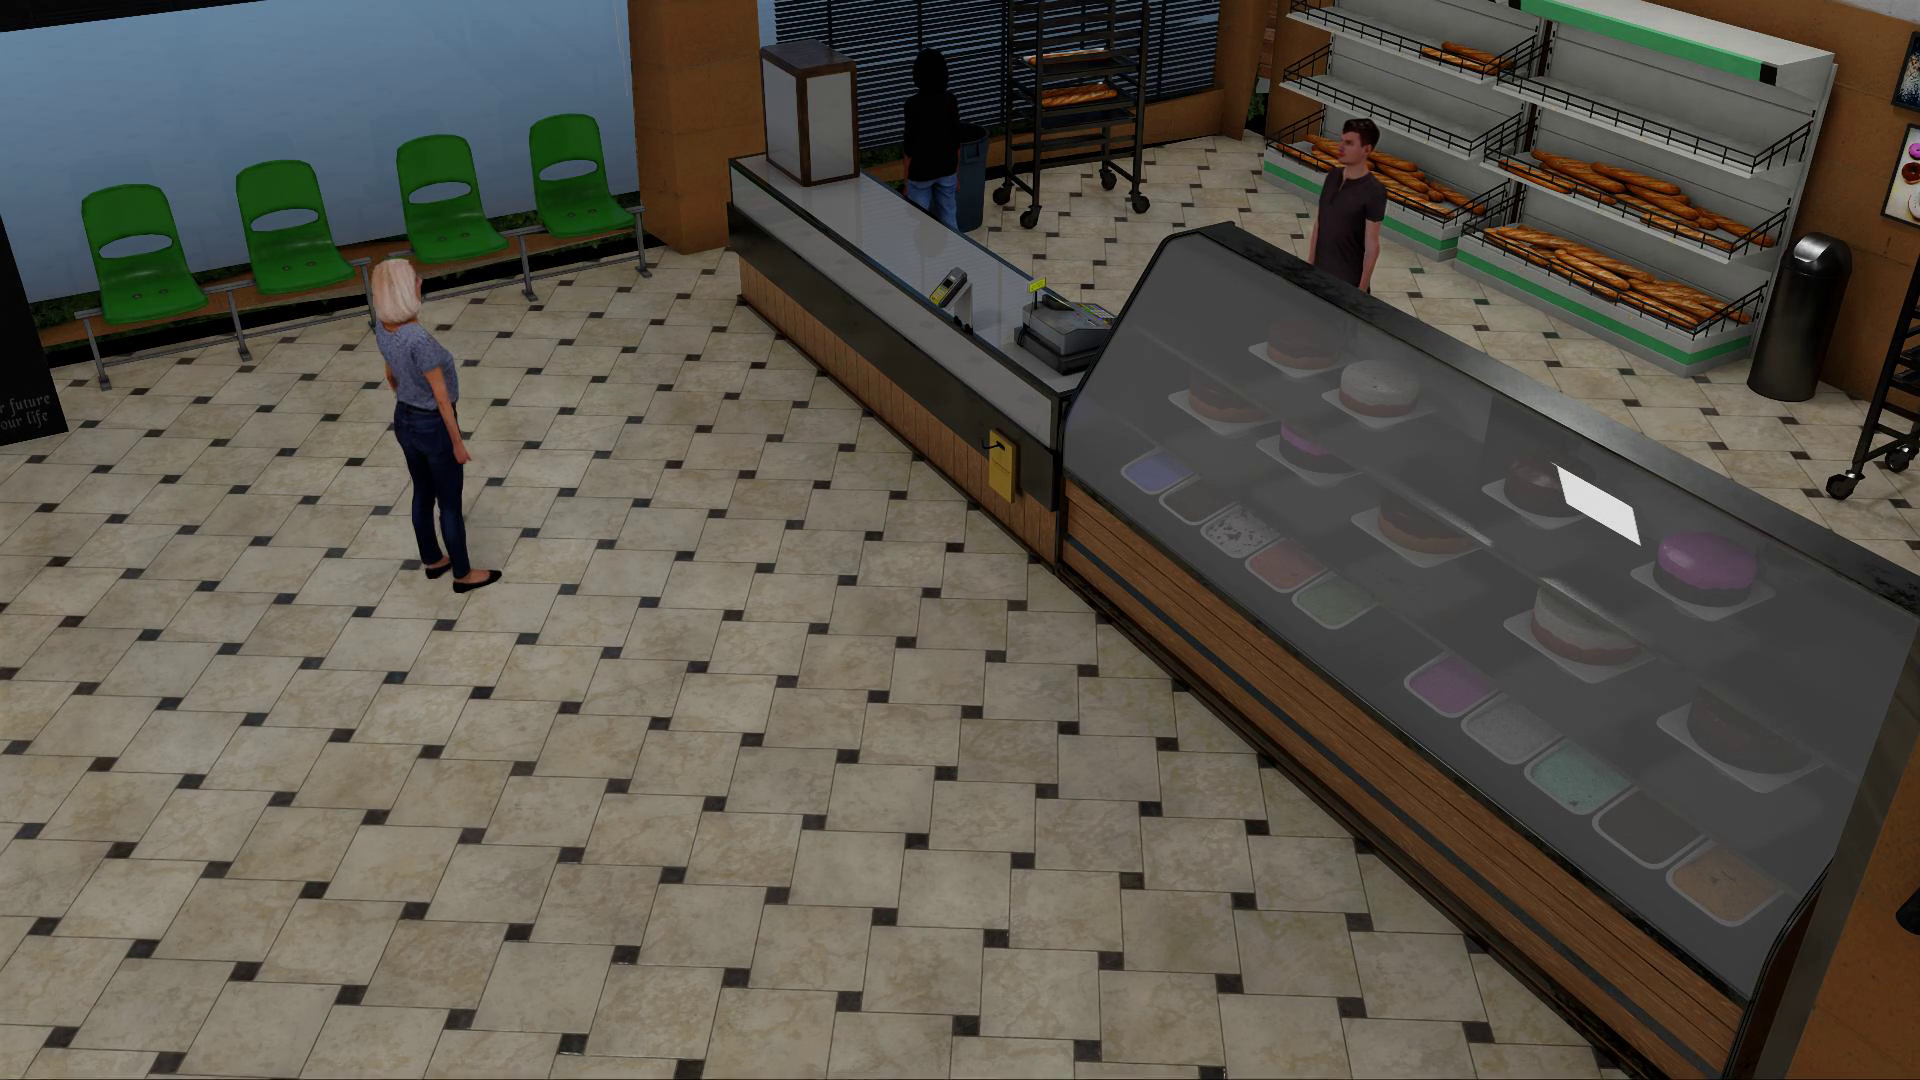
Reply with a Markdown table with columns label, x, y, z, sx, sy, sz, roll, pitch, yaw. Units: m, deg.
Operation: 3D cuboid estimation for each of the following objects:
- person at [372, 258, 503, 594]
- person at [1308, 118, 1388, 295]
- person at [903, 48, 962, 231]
| label | x | y | z | sx | sy | sz | roll | pitch | yaw |
| --- | --- | --- | --- | --- | --- | --- | --- | --- | --- |
| person | -2.558 | -0.540 | 7.984 | 0.645 | 1.722 | 0.625 | 23 | 39 | 32 |
| person | 2.143 | -1.460 | 9.337 | 0.521 | 1.853 | 0.632 | -17 | 36 | -25 |
| person | -0.187 | -2.395 | 10.984 | 0.517 | 1.701 | 0.657 | -12 | 34 | -18 |
